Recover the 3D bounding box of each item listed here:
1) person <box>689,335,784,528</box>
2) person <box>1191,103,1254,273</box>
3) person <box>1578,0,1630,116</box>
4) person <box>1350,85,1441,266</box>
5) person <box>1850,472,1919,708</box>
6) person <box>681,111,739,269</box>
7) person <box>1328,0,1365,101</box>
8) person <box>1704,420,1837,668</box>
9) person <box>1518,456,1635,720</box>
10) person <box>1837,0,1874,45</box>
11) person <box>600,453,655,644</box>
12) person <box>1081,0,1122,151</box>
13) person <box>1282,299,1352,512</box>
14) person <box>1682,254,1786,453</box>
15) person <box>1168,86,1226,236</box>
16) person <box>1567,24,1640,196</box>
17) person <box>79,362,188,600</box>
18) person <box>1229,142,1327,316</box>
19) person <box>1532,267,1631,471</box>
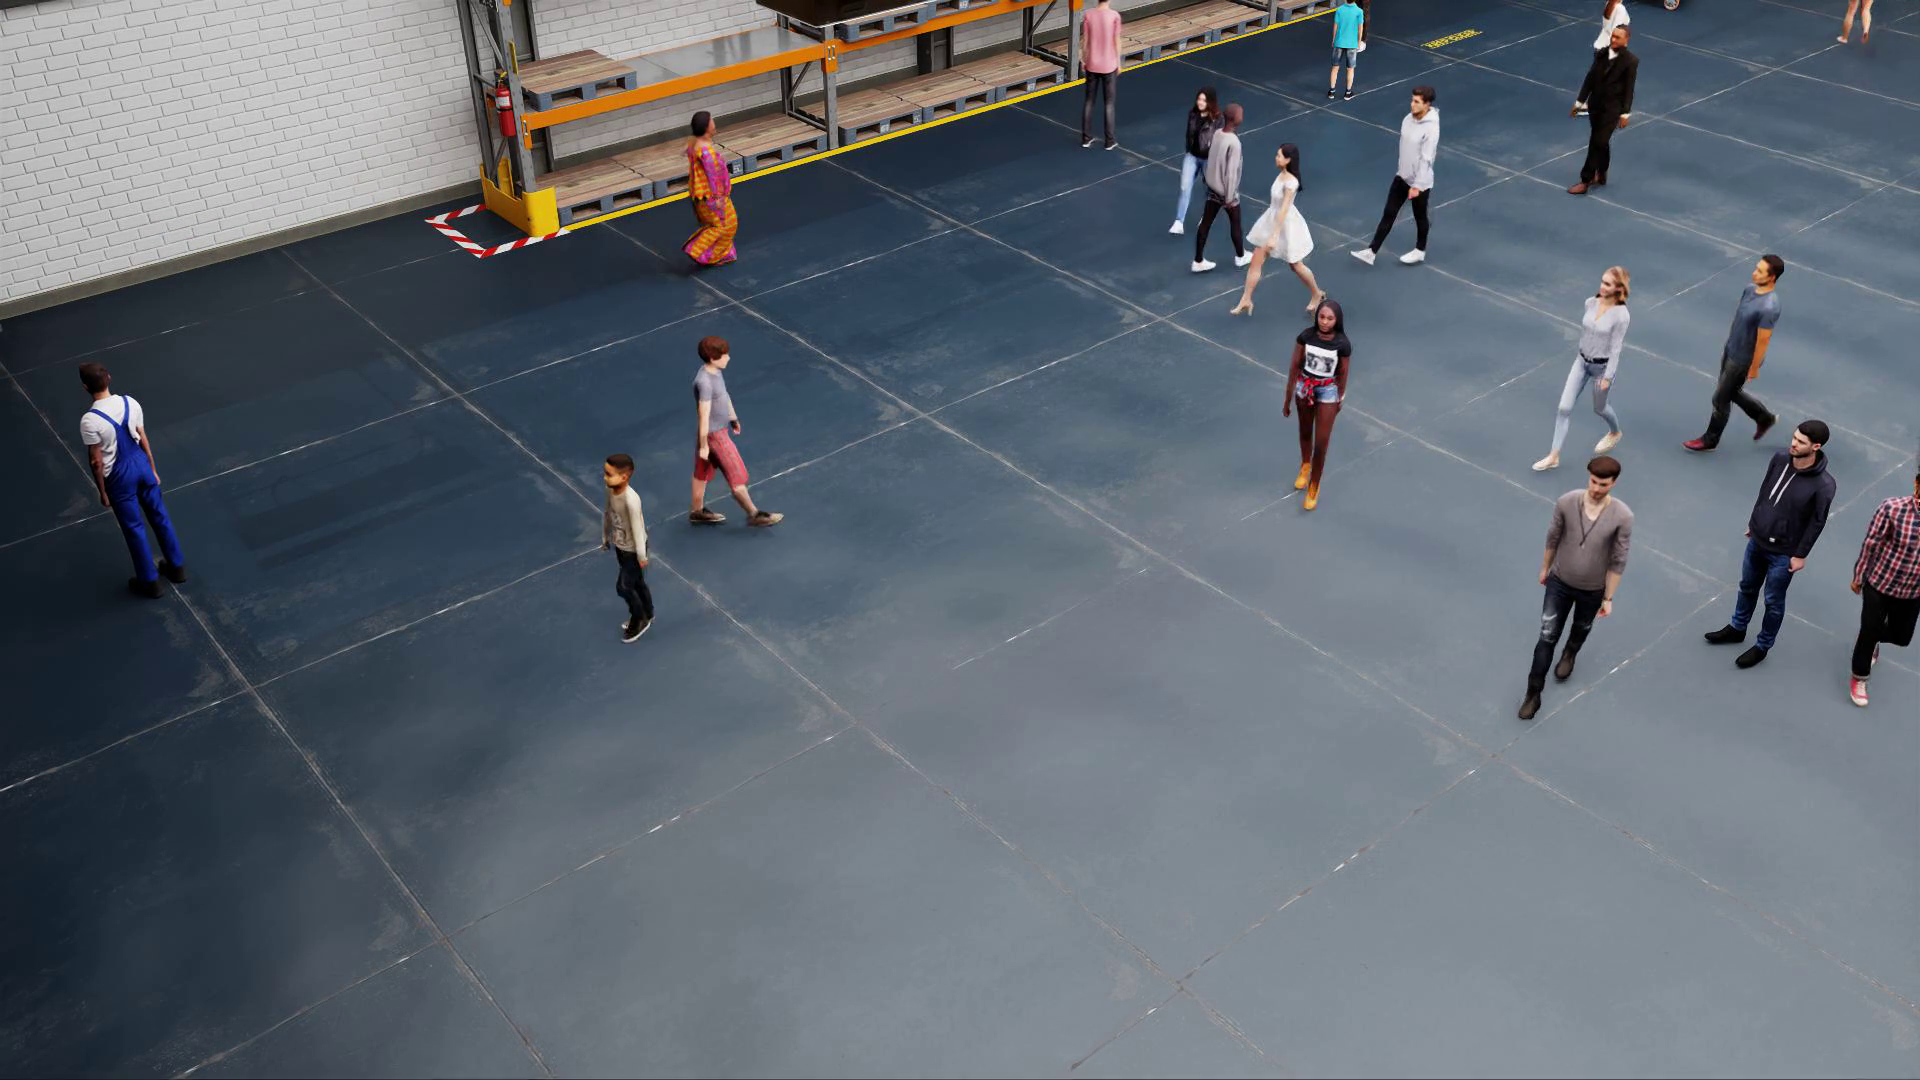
[{"bbox_3d":[-1.980,-0.805,12.798,1.087,1.623,0.994,0,34,1],"label":"person"},{"bbox_3d":[2.555,-3.516,16.766,1.049,1.746,0.783,-16,37,-23],"label":"person"},{"bbox_3d":[7.995,-6.103,20.727,0.983,1.670,0.892,-3,34,-4],"label":"person"},{"bbox_3d":[4.687,-3.676,16.876,1.193,1.890,0.880,-16,37,-22],"label":"person"},{"bbox_3d":[6.249,0.240,11.113,0.964,1.749,1.051,8,35,12],"label":"person"},{"bbox_3d":[-2.584,-3.519,16.846,0.917,1.663,0.781,-14,36,-20],"label":"person"},{"bbox_3d":[4.966,-6.410,21.387,0.594,1.449,0.614,11,35,16],"label":"person"},{"bbox_3d":[5.592,0.000,11.342,0.696,1.894,0.742,-12,35,-17],"label":"person"},{"bbox_3d":[4.128,0.241,11.012,0.981,1.858,1.309,18,38,25],"label":"person"},{"bbox_3d":[12.629,-7.668,23.150,0.833,1.594,0.879,0,34,0],"label":"person"},{"bbox_3d":[-2.263,0.020,11.712,0.548,1.452,0.570,-23,40,-31],"label":"person"},{"bbox_3d":[1.668,-5.632,19.762,0.712,1.954,0.713,12,35,17],"label":"person"},{"bbox_3d":[2.861,-1.163,13.264,0.771,1.705,0.933,18,37,24],"label":"person"},{"bbox_3d":[6.548,-1.514,13.715,1.076,1.789,1.031,3,34,5],"label":"person"},{"bbox_3d":[2.623,-4.063,17.722,0.837,1.599,1.101,22,40,30],"label":"person"},{"bbox_3d":[7.313,-4.854,18.663,1.094,1.875,0.854,-15,37,-22],"label":"person"},{"bbox_3d":[-6.025,-0.445,12.054,0.745,1.847,0.615,18,38,25],"label":"person"},{"bbox_3d":[3.156,-2.896,15.848,1.229,1.730,1.049,-2,34,-4],"label":"person"},{"bbox_3d":[5.242,-1.395,13.562,1.209,1.760,0.802,-16,37,-22],"label":"person"}]
